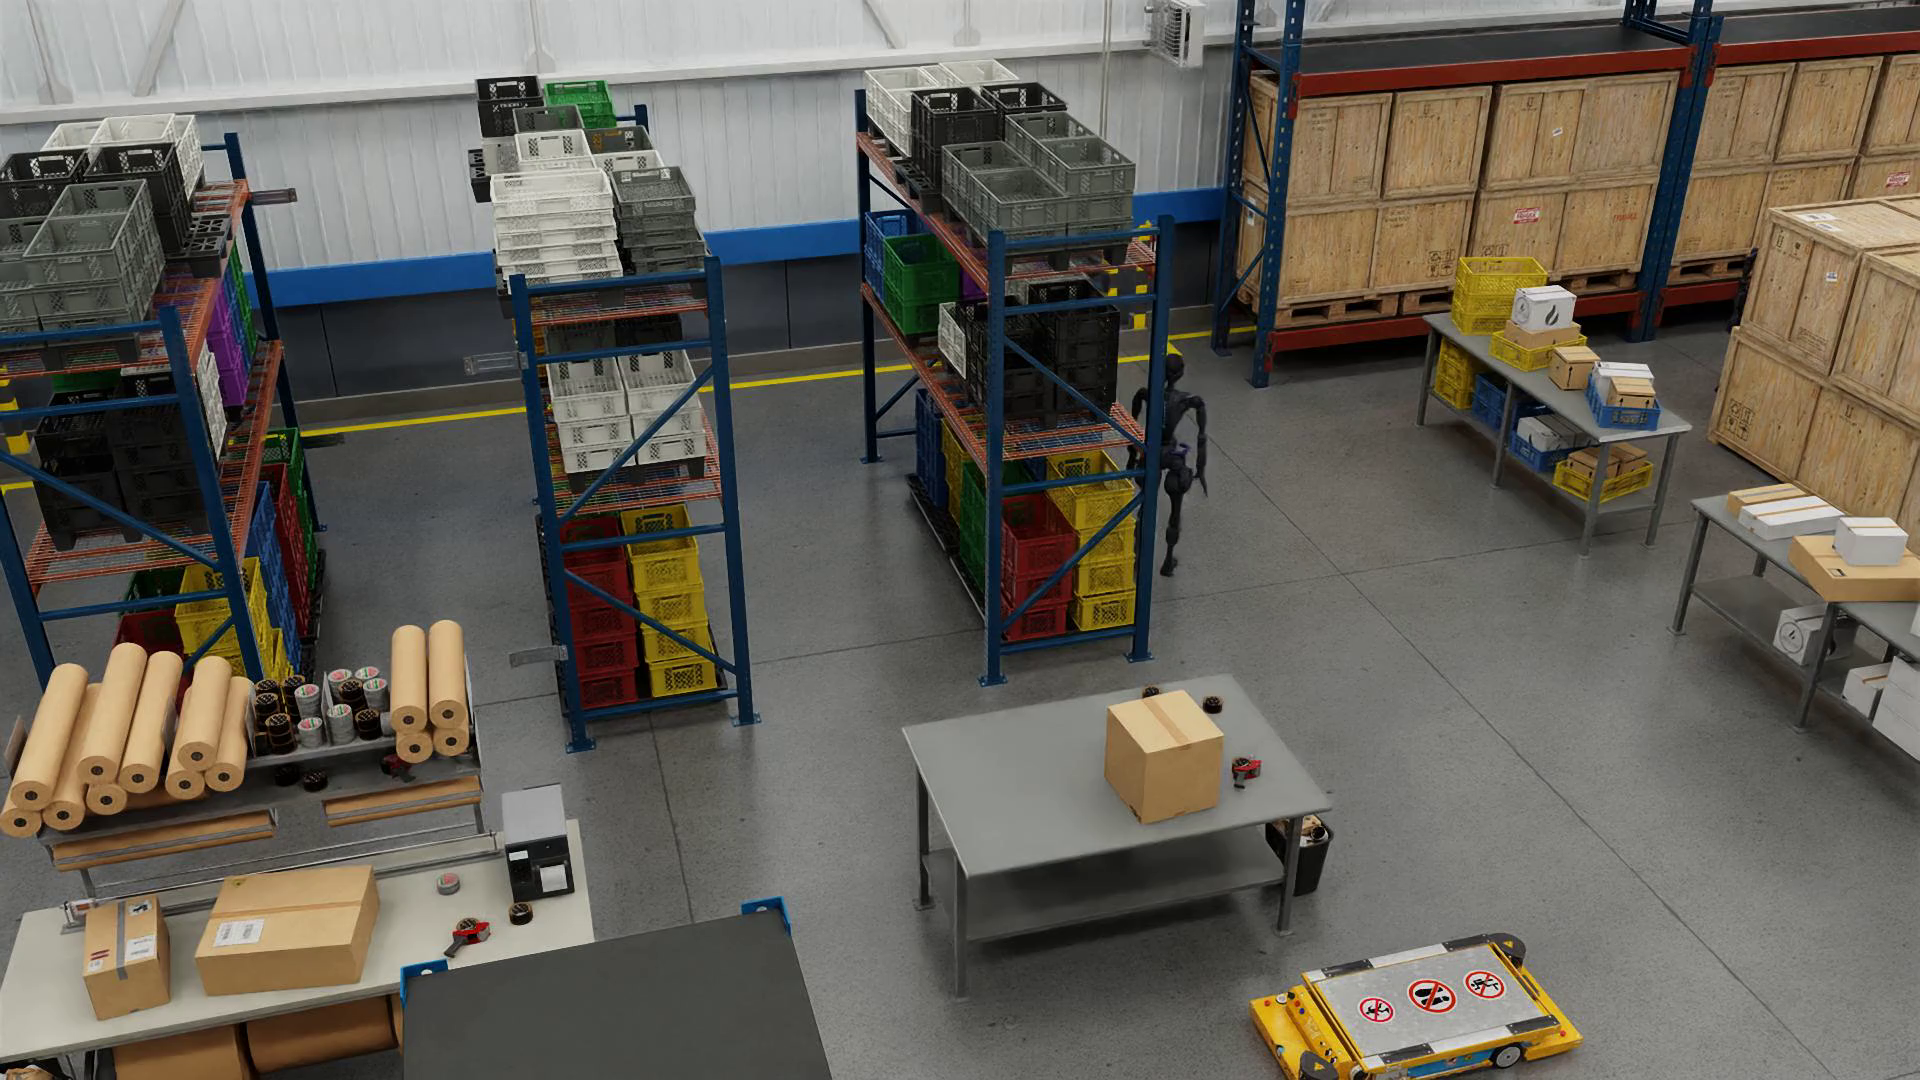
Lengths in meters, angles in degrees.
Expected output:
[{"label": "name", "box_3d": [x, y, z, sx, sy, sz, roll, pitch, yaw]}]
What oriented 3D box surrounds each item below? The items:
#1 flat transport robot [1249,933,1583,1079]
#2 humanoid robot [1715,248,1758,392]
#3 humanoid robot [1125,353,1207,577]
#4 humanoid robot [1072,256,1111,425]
[{"label": "flat transport robot", "box_3d": [2.184, 2.282, 7.980, 1.431, 0.197, 0.652, -8, 30, -14]}, {"label": "humanoid robot", "box_3d": [6.910, -1.986, 14.312, 0.570, 1.649, 0.336, 1, 29, 2]}, {"label": "humanoid robot", "box_3d": [1.440, -0.524, 11.653, 0.606, 1.647, 0.322, 11, 31, 20]}, {"label": "humanoid robot", "box_3d": [1.008, -1.673, 13.770, 0.604, 1.621, 0.695, -22, 36, -34]}]
